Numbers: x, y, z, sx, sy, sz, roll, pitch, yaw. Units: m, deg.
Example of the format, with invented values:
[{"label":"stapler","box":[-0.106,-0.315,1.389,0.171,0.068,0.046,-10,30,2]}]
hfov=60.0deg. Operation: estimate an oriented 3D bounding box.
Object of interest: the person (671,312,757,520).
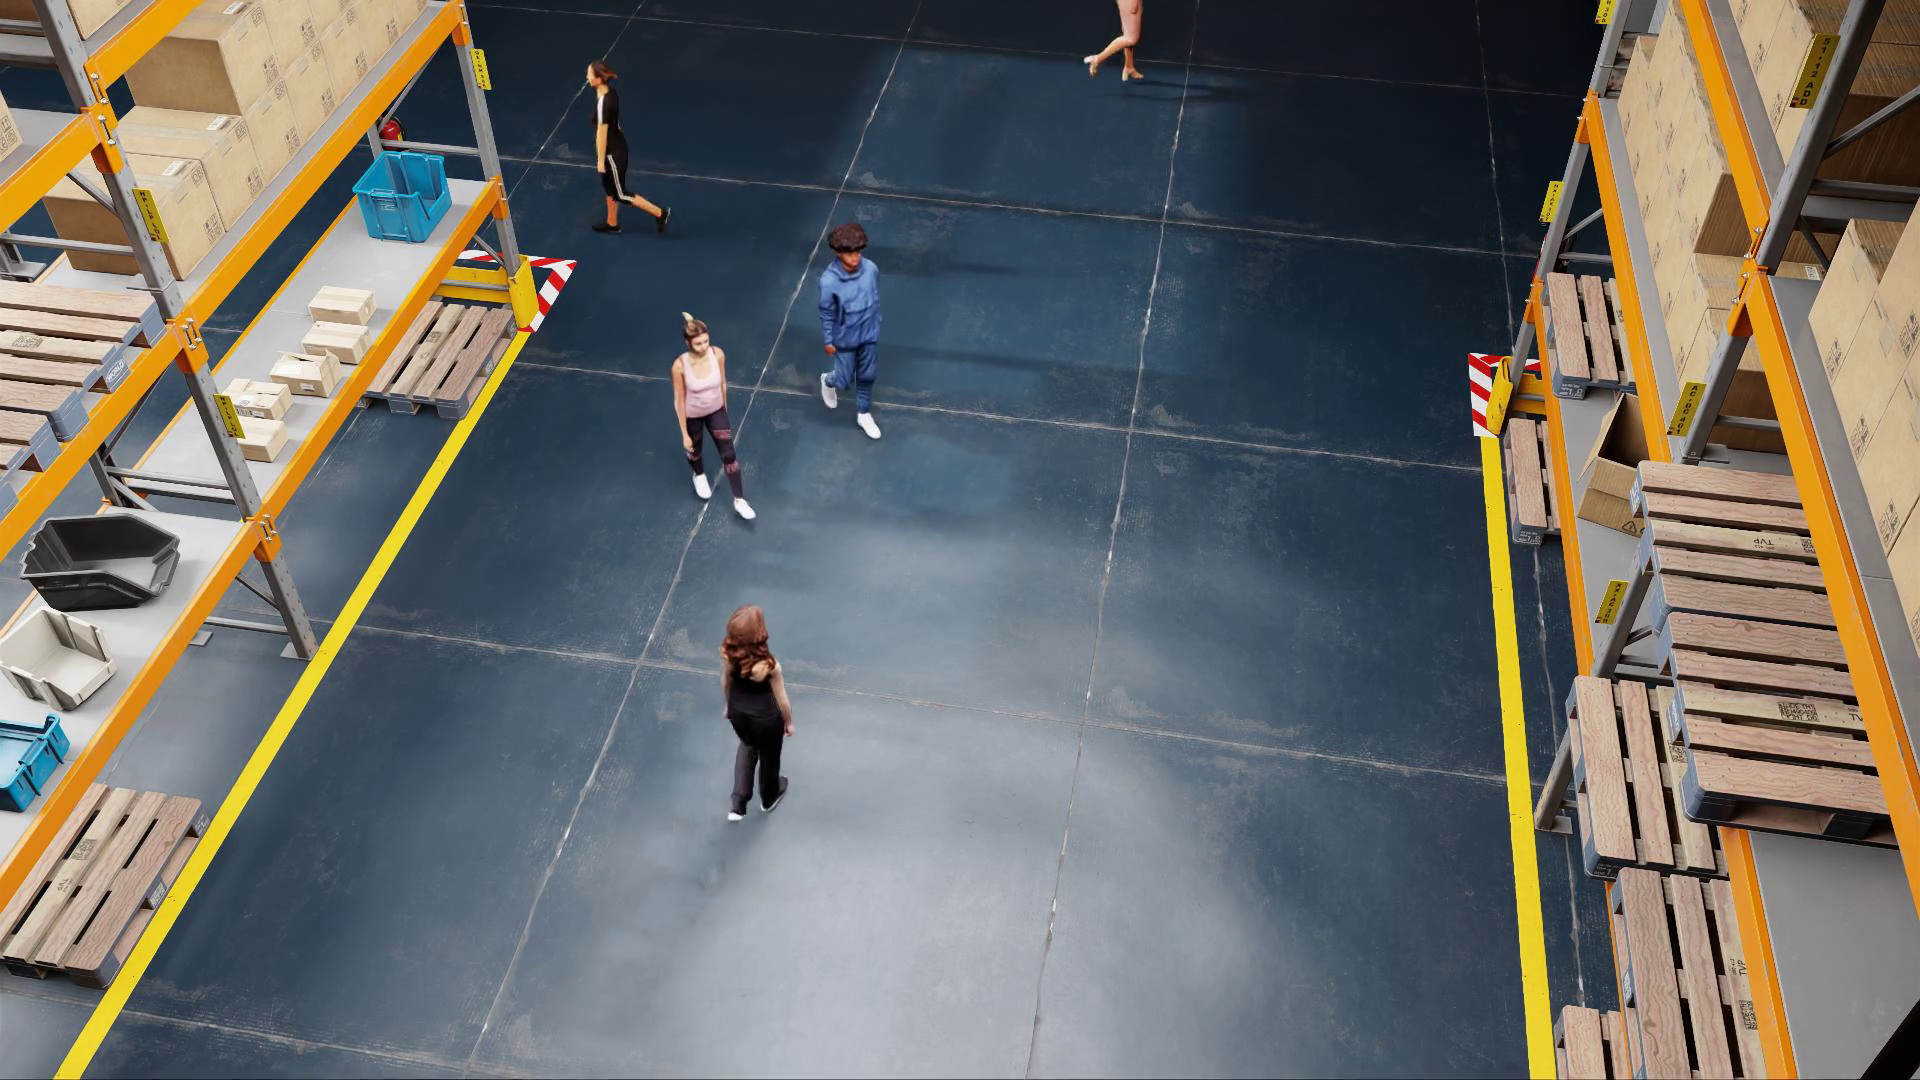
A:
[{"label":"person","box":[-1.871,-0.946,11.844,0.902,1.622,1.028,-17,46,-18]}]

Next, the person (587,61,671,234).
[{"label":"person","box":[-2.918,-3.331,14.327,0.785,1.652,0.952,-1,44,-1]}]

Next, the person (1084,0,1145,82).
[{"label":"person","box":[1.578,-5.289,16.261,0.876,1.819,0.934,-11,45,-11]}]

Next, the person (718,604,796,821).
[{"label":"person","box":[-1.231,1.068,9.651,0.690,1.733,0.834,16,46,16]}]

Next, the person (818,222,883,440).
[{"label":"person","box":[-0.835,-1.601,12.408,0.958,1.793,1.023,-25,49,-24]}]
